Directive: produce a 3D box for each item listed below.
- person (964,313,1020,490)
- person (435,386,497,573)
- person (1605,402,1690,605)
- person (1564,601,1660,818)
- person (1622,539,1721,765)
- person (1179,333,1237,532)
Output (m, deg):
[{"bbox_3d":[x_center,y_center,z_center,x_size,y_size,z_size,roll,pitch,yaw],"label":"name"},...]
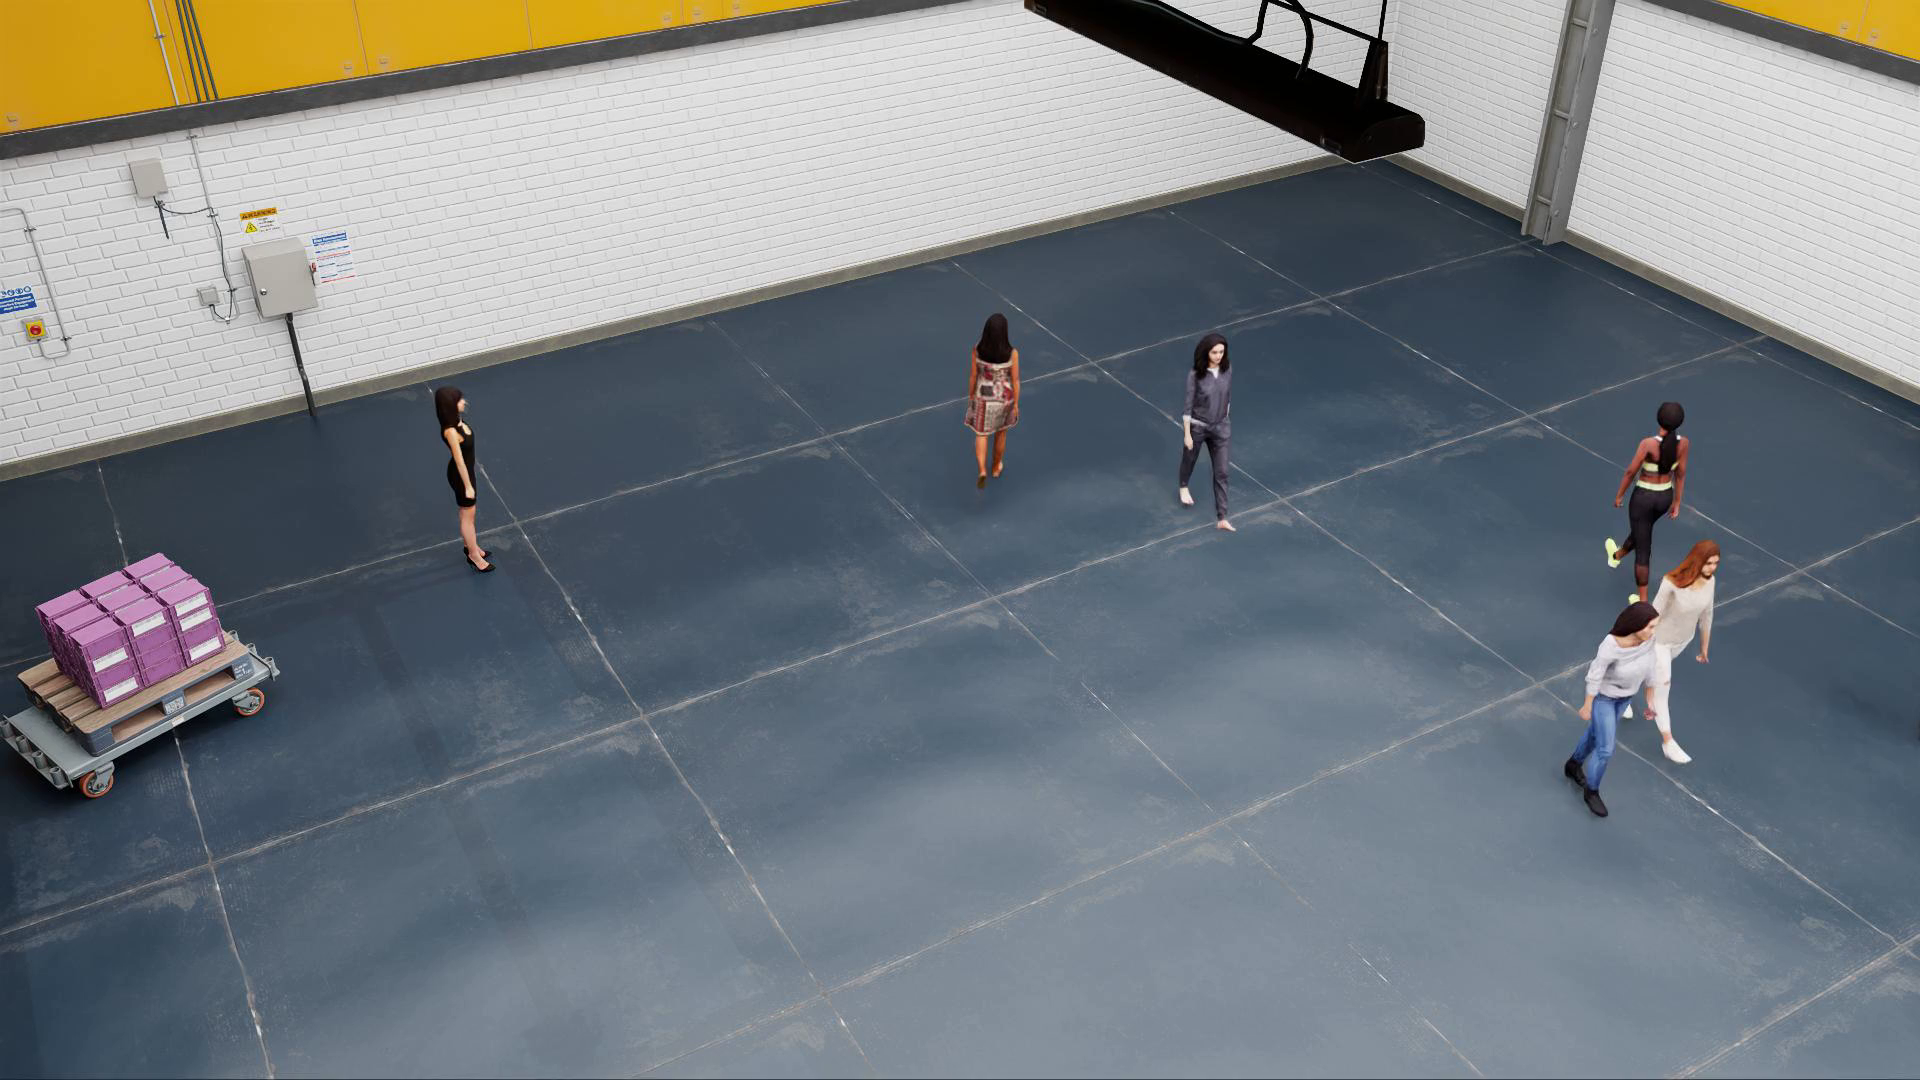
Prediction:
[{"bbox_3d":[0.271,-1.171,14.389,0.949,1.628,1.046,5,34,7],"label":"person"},{"bbox_3d":[-3.997,-0.498,13.356,0.657,1.650,0.492,-9,35,-13],"label":"person"},{"bbox_3d":[5.370,-0.213,12.880,0.925,1.703,1.210,-3,34,-4],"label":"person"},{"bbox_3d":[4.282,1.019,11.109,0.610,1.610,0.737,-16,37,-22],"label":"person"},{"bbox_3d":[4.894,0.649,11.620,0.785,1.662,1.208,-9,35,-14],"label":"person"},{"bbox_3d":[2.028,-0.979,14.020,0.815,1.716,1.208,-9,35,-14],"label":"person"}]
